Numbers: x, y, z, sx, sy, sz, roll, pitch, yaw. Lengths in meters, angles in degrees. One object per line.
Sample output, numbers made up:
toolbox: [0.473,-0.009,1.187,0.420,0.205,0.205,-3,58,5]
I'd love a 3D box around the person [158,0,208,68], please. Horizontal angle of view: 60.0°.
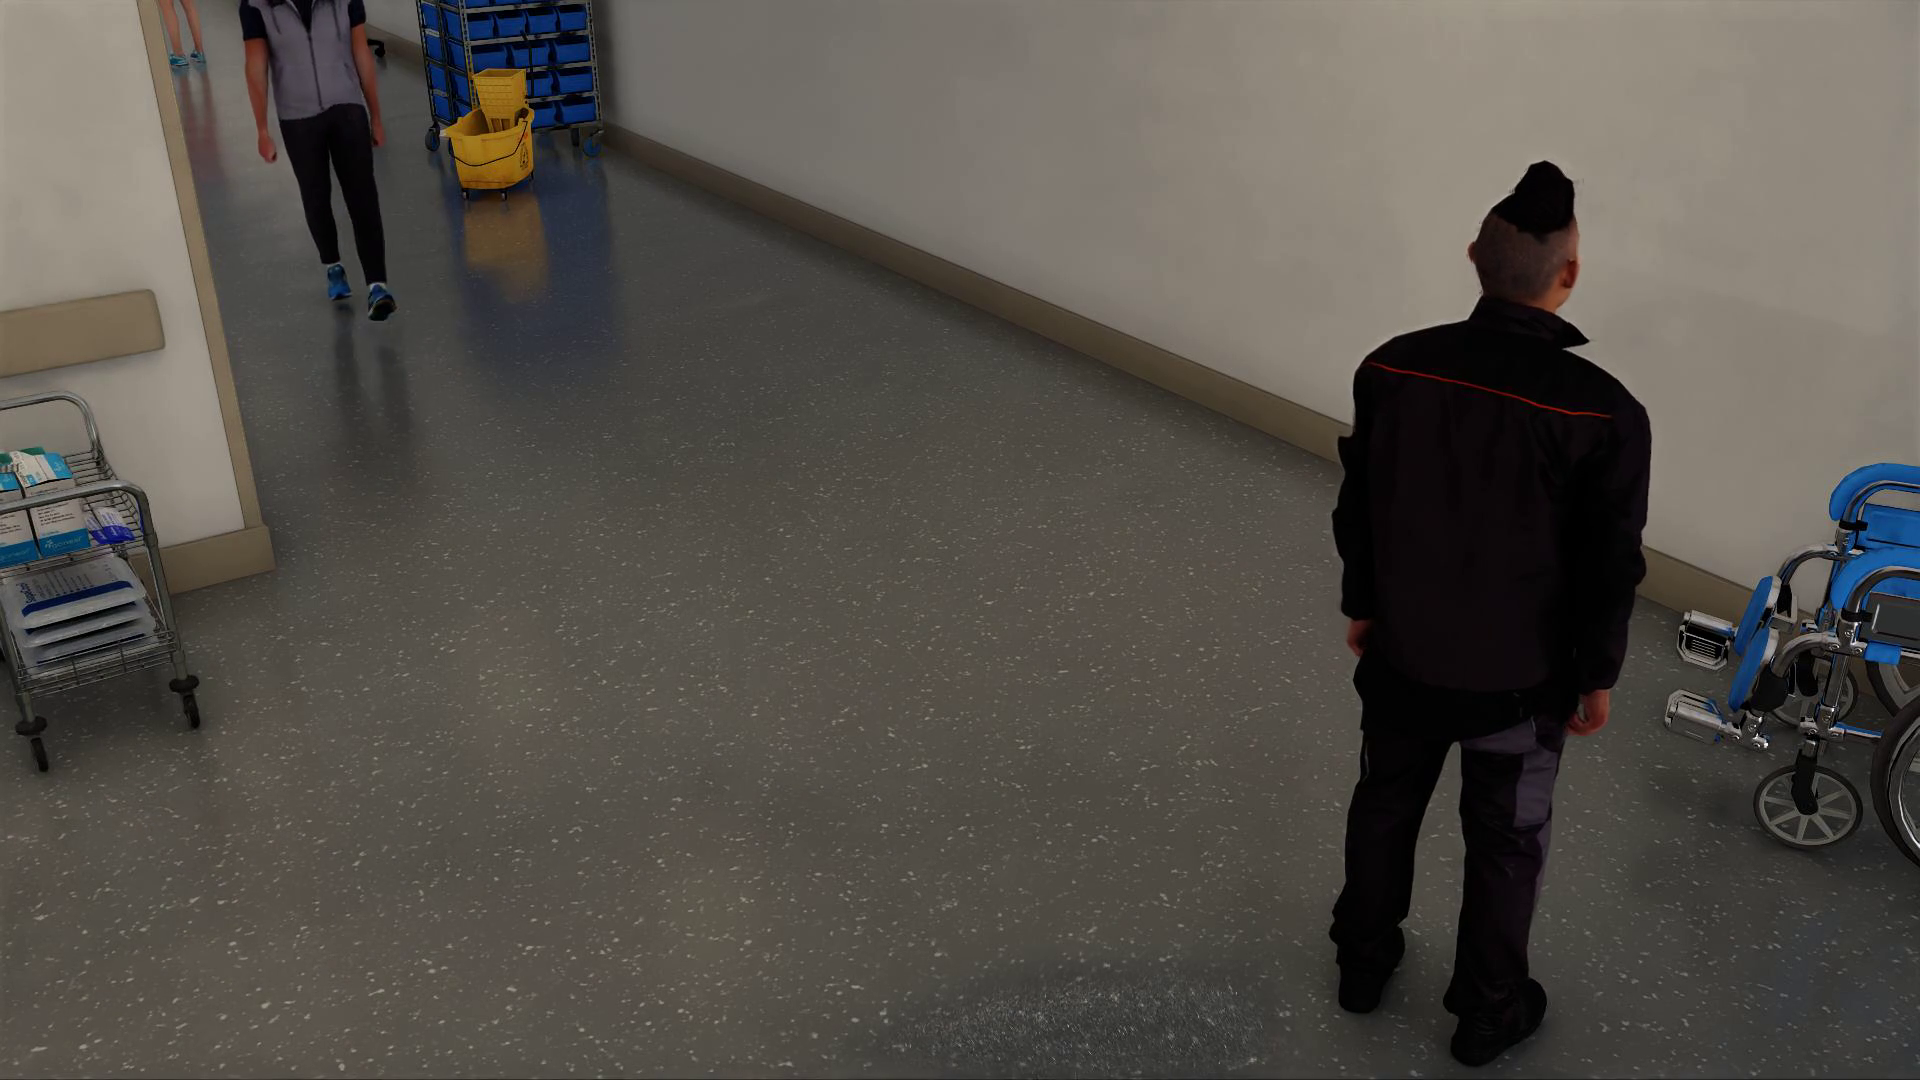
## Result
person: [-6.581,-4.843,13.746,0.714,1.765,0.608,18,31,33]

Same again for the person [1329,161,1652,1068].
person: [0.997,0.179,3.221,0.822,1.863,0.715,20,32,36]

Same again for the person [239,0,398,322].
person: [-2.959,-1.927,7.684,1.163,1.779,0.929,-11,28,-22]
